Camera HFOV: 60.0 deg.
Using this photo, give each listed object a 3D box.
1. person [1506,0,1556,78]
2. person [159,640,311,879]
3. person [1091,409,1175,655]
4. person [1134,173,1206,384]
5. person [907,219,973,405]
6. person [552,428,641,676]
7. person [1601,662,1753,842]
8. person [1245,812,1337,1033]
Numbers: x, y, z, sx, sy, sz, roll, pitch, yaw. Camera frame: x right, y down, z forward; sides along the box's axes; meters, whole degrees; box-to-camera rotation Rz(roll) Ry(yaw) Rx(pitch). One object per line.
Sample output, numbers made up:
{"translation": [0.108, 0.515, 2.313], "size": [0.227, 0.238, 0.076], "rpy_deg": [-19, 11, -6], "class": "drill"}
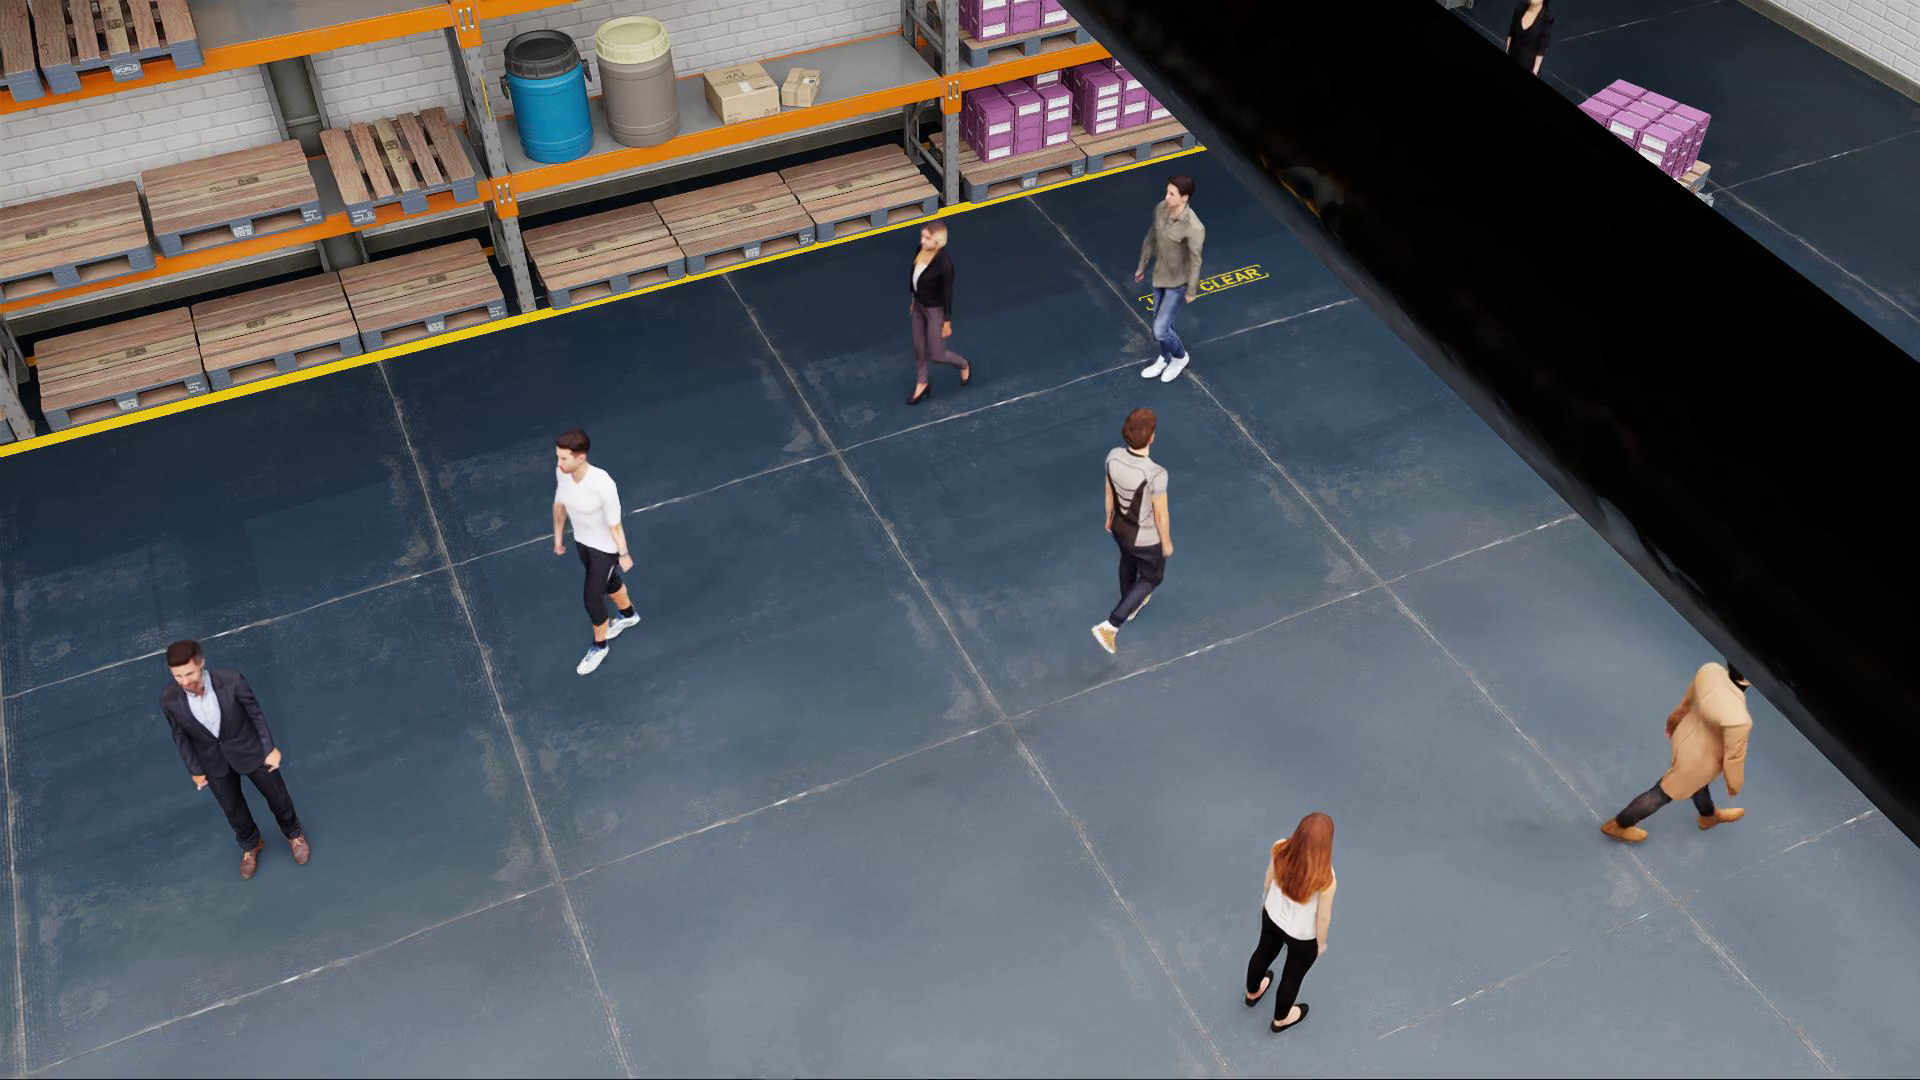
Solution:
{"translation": [5.363, -4.515, 15.726], "size": [0.759, 1.680, 0.706], "rpy_deg": [-33, 52, -30], "class": "person"}
{"translation": [-4.179, 1.233, 9.557], "size": [0.528, 1.867, 0.714], "rpy_deg": [-15, 46, -15], "class": "person"}
{"translation": [1.129, -0.031, 10.875], "size": [1.097, 1.878, 0.884], "rpy_deg": [-34, 53, -30], "class": "person"}
{"translation": [1.730, -2.066, 13.032], "size": [0.628, 1.850, 0.694], "rpy_deg": [-19, 47, -19], "class": "person"}
{"translation": [-0.160, -1.759, 12.846], "size": [0.817, 1.662, 0.664], "rpy_deg": [-24, 49, -23], "class": "person"}
{"translation": [-2.324, -0.033, 10.911], "size": [0.901, 1.831, 1.017], "rpy_deg": [30, 51, 27], "class": "person"}
{"translation": [4.221, 1.231, 9.691], "size": [1.219, 1.684, 0.966], "rpy_deg": [-1, 44, -1], "class": "person"}
{"translation": [1.762, 2.033, 8.822], "size": [0.569, 1.722, 0.612], "rpy_deg": [-29, 51, -27], "class": "person"}
